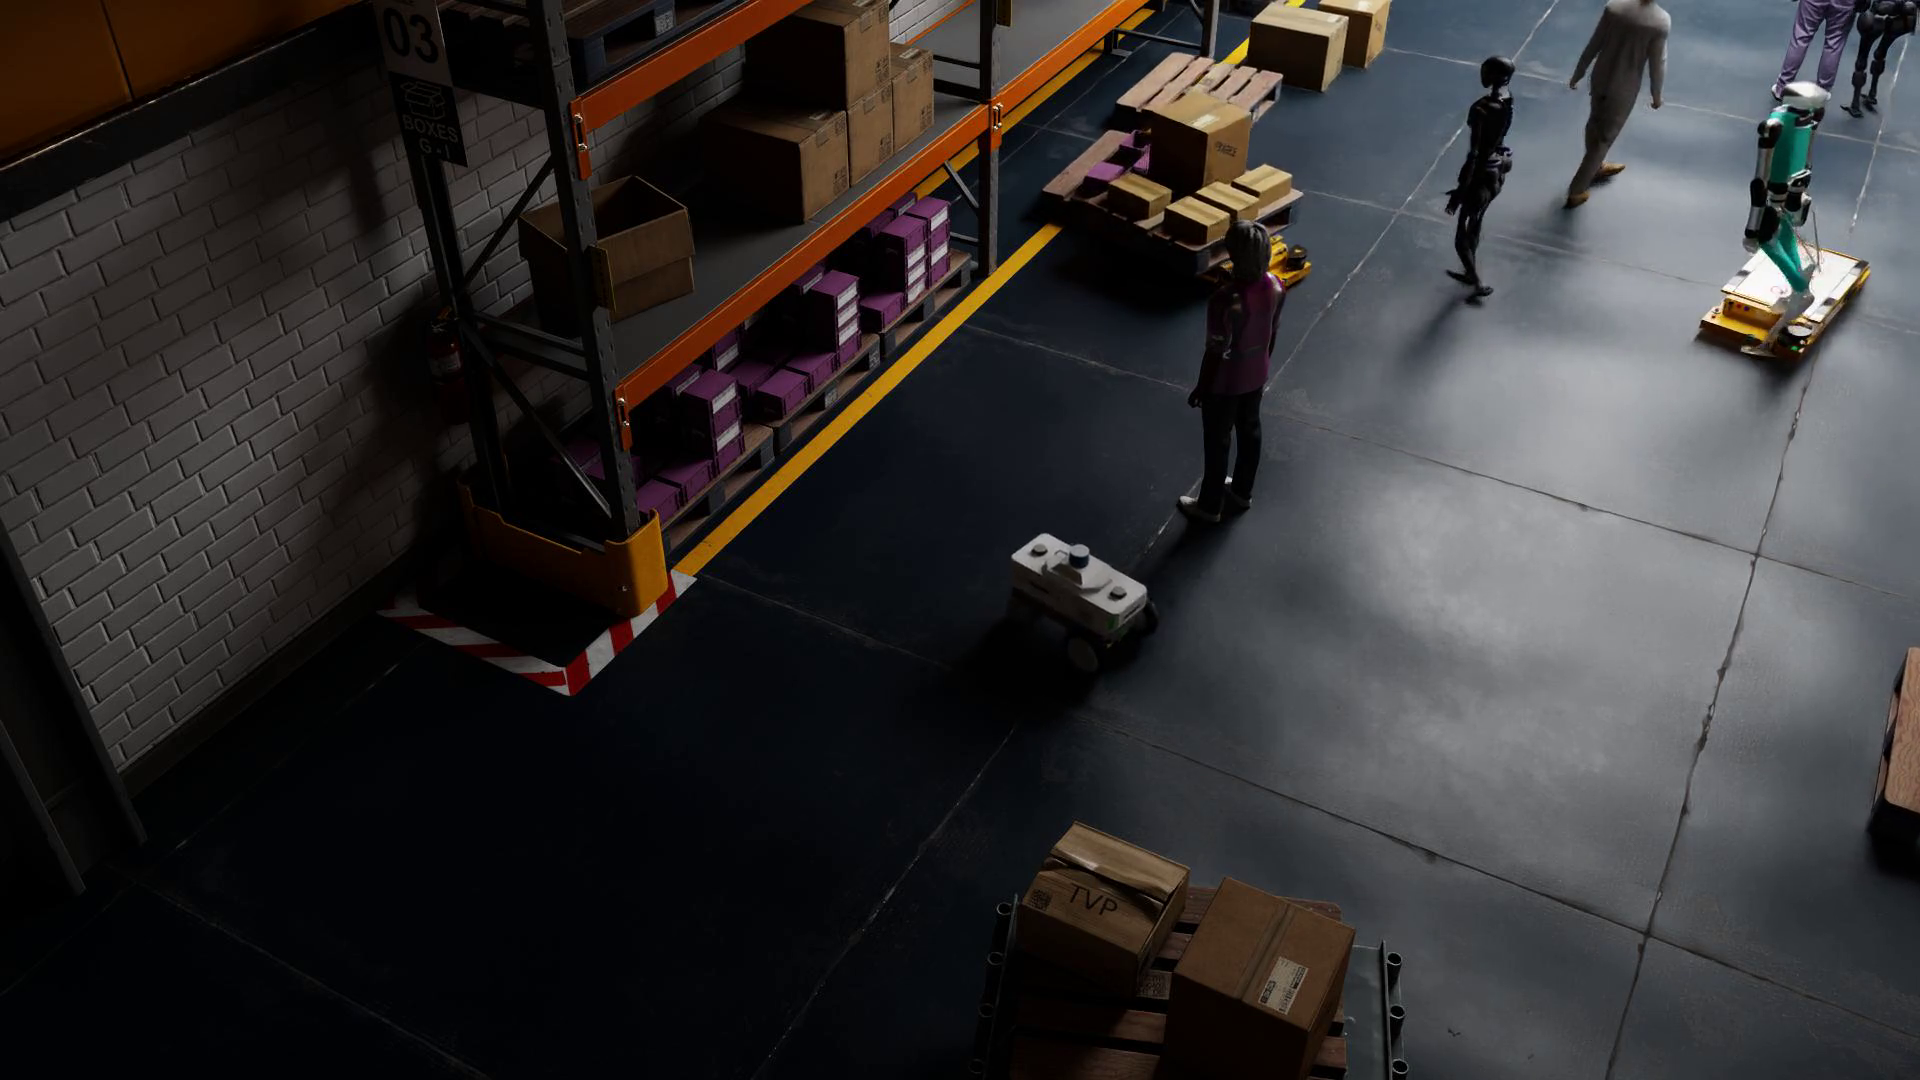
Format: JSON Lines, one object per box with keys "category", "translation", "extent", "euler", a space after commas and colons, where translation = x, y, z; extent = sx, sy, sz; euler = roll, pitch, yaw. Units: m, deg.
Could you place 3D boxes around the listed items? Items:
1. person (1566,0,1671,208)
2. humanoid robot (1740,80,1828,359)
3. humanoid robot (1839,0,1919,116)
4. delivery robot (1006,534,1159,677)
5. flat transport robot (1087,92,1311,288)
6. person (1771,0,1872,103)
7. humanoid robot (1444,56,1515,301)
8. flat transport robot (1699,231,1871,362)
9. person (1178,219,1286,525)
{"category": "person", "translation": [4.847, -3.372, 12.176], "extent": [0.796, 1.838, 0.654], "euler": [-24, 45, -27]}
{"category": "humanoid robot", "translation": [5.294, -1.933, 10.464], "extent": [0.533, 1.764, 0.838], "euler": [-23, 44, -26]}
{"category": "humanoid robot", "translation": [7.464, -4.278, 13.436], "extent": [0.591, 1.657, 0.406], "euler": [0, 39, 0]}
{"category": "delivery robot", "translation": [0.624, 0.302, 8.628], "extent": [0.817, 0.614, 0.499], "euler": [29, 47, 31]}
{"category": "flat transport robot", "translation": [1.735, -2.115, 11.863], "extent": [0.659, 0.231, 1.431], "euler": [-31, 48, -33]}
{"category": "person", "translation": [7.104, -4.479, 13.509], "extent": [0.642, 1.907, 0.412], "euler": [16, 42, 20]}
{"category": "humanoid robot", "translation": [3.531, -2.396, 11.111], "extent": [0.434, 1.676, 0.608], "euler": [25, 45, 28]}
{"category": "flat transport robot", "translation": [5.644, -1.681, 11.321], "extent": [0.659, 0.231, 1.431], "euler": [28, 46, 30]}
{"category": "person", "translation": [1.489, -0.906, 9.088], "extent": [0.506, 1.847, 0.338], "euler": [-22, 43, -25]}
